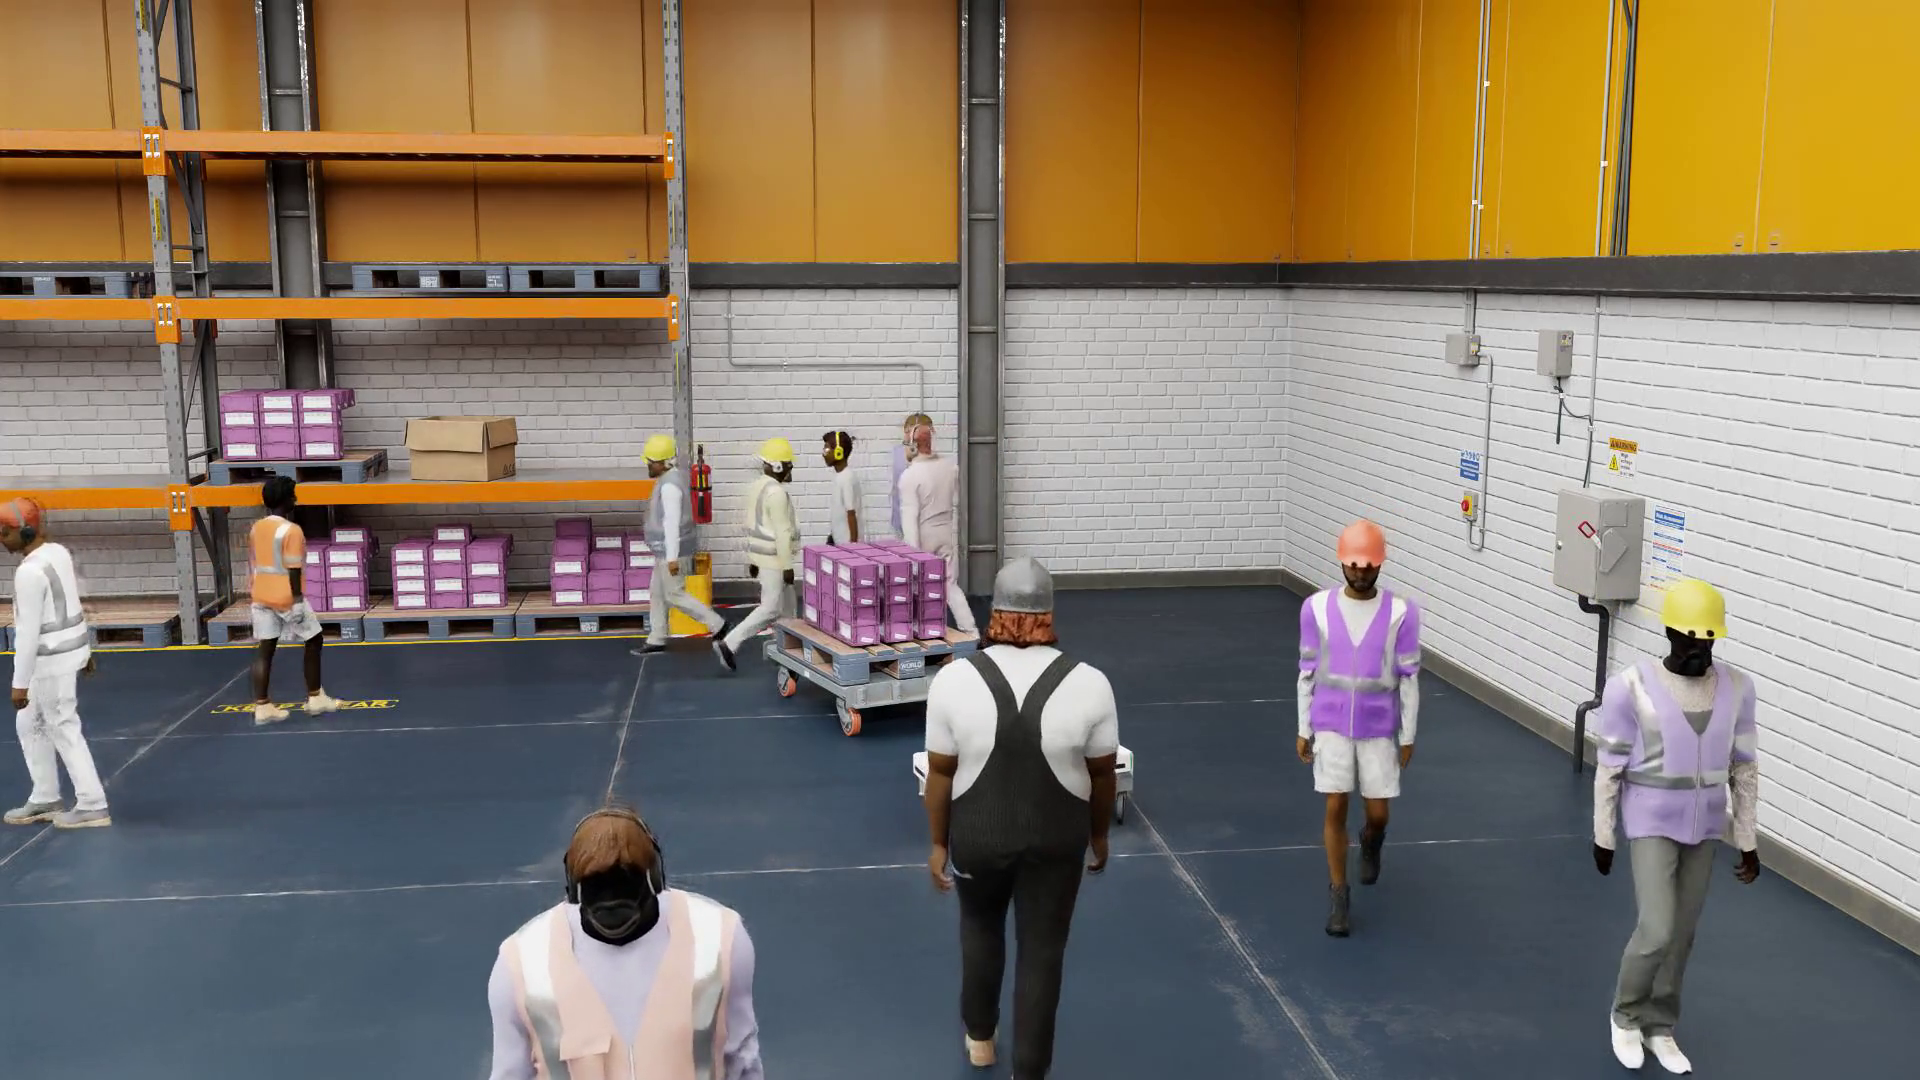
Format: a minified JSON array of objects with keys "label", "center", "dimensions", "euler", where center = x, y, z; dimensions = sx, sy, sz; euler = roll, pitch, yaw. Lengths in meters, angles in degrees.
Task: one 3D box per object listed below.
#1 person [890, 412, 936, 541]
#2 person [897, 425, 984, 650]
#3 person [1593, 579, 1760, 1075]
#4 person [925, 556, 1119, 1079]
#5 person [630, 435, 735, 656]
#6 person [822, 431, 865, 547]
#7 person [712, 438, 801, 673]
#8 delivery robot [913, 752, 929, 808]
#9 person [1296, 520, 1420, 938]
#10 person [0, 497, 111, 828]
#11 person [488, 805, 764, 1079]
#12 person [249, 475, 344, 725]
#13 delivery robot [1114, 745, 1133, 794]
[{"label":"person","center":[-0.424,-0.091,13.585],"dimensions":[0.680,1.923,0.640],"euler":[-2,9,-12]},{"label":"person","center":[-0.221,0.020,13.107],"dimensions":[0.986,1.864,0.664],"euler":[8,12,40]},{"label":"person","center":[2.708,1.086,6.265],"dimensions":[0.585,1.911,0.428],"euler":[-1,9,-9]},{"label":"person","center":[0.234,1.030,6.195],"dimensions":[0.696,2.000,0.807],"euler":[0,9,3]},{"label":"person","center":[-2.196,0.050,13.091],"dimensions":[0.768,1.796,0.612],"euler":[-1,9,-8]},{"label":"person","center":[-0.954,0.051,13.005],"dimensions":[0.995,1.812,0.552],"euler":[0,9,-2]},{"label":"person","center":[-1.481,0.125,12.569],"dimensions":[0.772,1.804,0.597],"euler":[-3,10,-17]},{"label":"delivery robot","center":[0.112,1.262,9.074],"dimensions":[0.707,0.478,0.477],"euler":[-3,10,-19]},{"label":"person","center":[1.856,0.838,7.780],"dimensions":[0.552,1.919,0.665],"euler":[3,10,17]},{"label":"person","center":[-4.989,0.678,8.964],"dimensions":[0.687,1.853,0.643],"euler":[-2,9,-14]},{"label":"person","center":[-0.781,1.498,3.936],"dimensions":[0.647,1.826,0.451],"euler":[-2,9,-13]},{"label":"person","center":[-4.535,0.388,11.294],"dimensions":[0.547,1.669,0.714],"euler":[6,11,33]},{"label":"delivery robot","center":[0.681,1.216,9.362],"dimensions":[0.477,0.478,0.707],"euler":[-4,10,-24]}]
